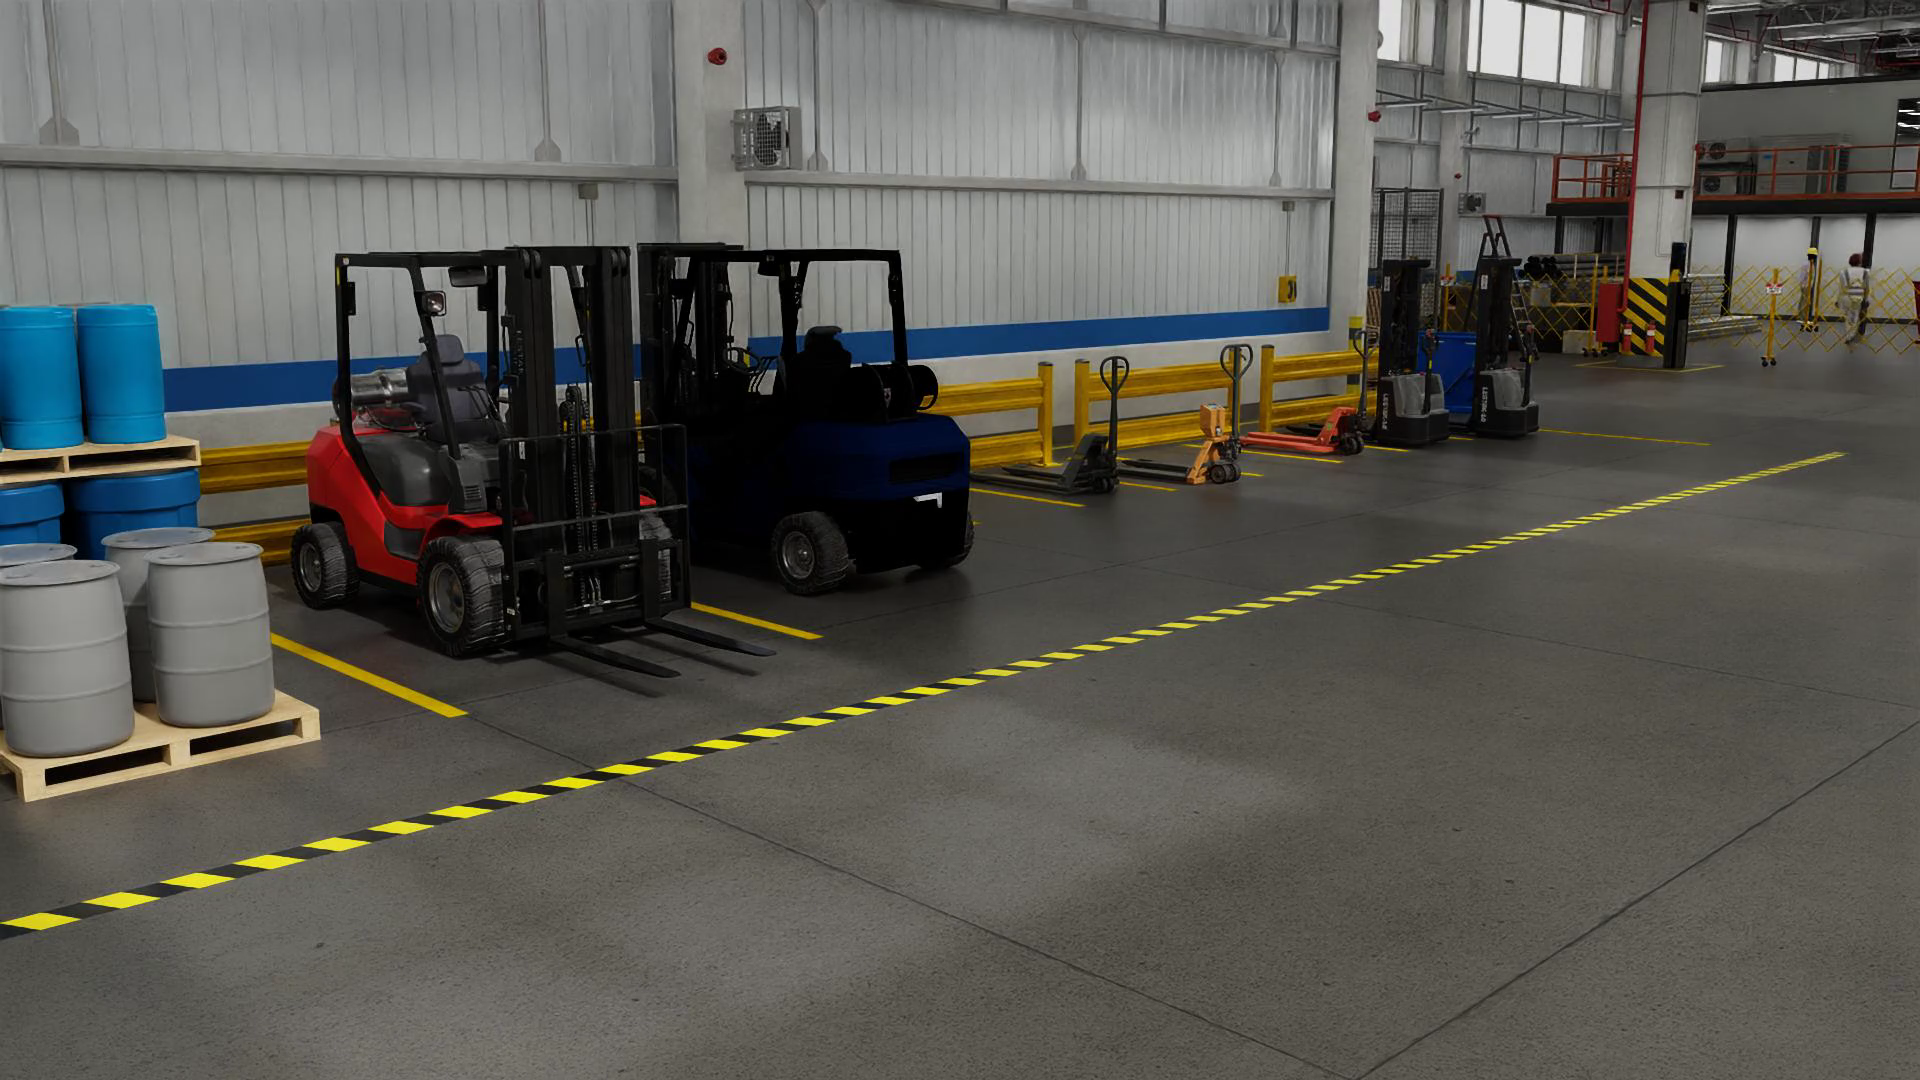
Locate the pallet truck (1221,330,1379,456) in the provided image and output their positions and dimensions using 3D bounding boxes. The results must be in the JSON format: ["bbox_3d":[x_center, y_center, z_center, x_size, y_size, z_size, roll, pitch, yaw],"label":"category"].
[{"bbox_3d":[3.563,-1.581,17.381,0.653,1.274,1.630,-10,14,-44],"label":"pallet truck"}]

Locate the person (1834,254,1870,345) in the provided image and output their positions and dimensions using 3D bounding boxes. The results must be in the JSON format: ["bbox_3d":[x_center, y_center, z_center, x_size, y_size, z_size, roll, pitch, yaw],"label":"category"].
[{"bbox_3d":[18.364,-4.961,34.286,0.614,1.856,0.803,3,11,16],"label":"person"}]

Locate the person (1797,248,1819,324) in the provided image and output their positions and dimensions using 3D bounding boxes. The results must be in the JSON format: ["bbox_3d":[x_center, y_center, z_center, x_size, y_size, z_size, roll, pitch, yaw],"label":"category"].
[{"bbox_3d":[21.554,-6.458,42.286,0.383,1.921,0.585,3,11,15],"label":"person"}]

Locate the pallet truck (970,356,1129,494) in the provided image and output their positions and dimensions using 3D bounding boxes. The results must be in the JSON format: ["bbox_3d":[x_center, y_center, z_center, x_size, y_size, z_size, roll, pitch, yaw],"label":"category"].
[{"bbox_3d":[0.784,-1.085,14.876,0.680,1.201,1.601,-10,14,-44],"label":"pallet truck"}]

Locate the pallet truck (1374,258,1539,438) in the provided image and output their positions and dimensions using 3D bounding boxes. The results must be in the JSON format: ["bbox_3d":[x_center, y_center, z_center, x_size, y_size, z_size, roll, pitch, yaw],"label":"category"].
[{"bbox_3d":[5.704,-2.208,18.901,1.885,1.965,0.823,10,14,43],"label":"pallet truck"}]

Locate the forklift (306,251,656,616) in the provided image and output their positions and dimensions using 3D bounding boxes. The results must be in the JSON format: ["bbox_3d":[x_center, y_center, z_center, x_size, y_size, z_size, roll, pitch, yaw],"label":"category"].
[{"bbox_3d":[-2.833,-0.669,9.694,1.157,1.987,2.680,-10,14,-44],"label":"forklift"}]

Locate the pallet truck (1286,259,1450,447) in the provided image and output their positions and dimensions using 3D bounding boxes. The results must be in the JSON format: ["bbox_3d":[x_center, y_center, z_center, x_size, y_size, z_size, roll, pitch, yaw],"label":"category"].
[{"bbox_3d":[4.493,-2.078,18.196,0.823,1.965,1.885,-9,14,-40],"label":"pallet truck"}]

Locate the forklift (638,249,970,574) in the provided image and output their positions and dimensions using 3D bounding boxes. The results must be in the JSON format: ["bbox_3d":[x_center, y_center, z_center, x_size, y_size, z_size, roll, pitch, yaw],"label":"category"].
[{"bbox_3d":[-1.173,-0.958,11.239,2.680,1.987,1.157,10,14,43],"label":"forklift"}]

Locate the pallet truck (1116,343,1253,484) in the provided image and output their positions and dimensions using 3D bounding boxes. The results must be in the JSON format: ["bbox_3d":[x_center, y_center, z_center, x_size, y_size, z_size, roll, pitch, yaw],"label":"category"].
[{"bbox_3d":[1.962,-1.215,15.415,1.522,1.261,0.704,10,14,43],"label":"pallet truck"}]
